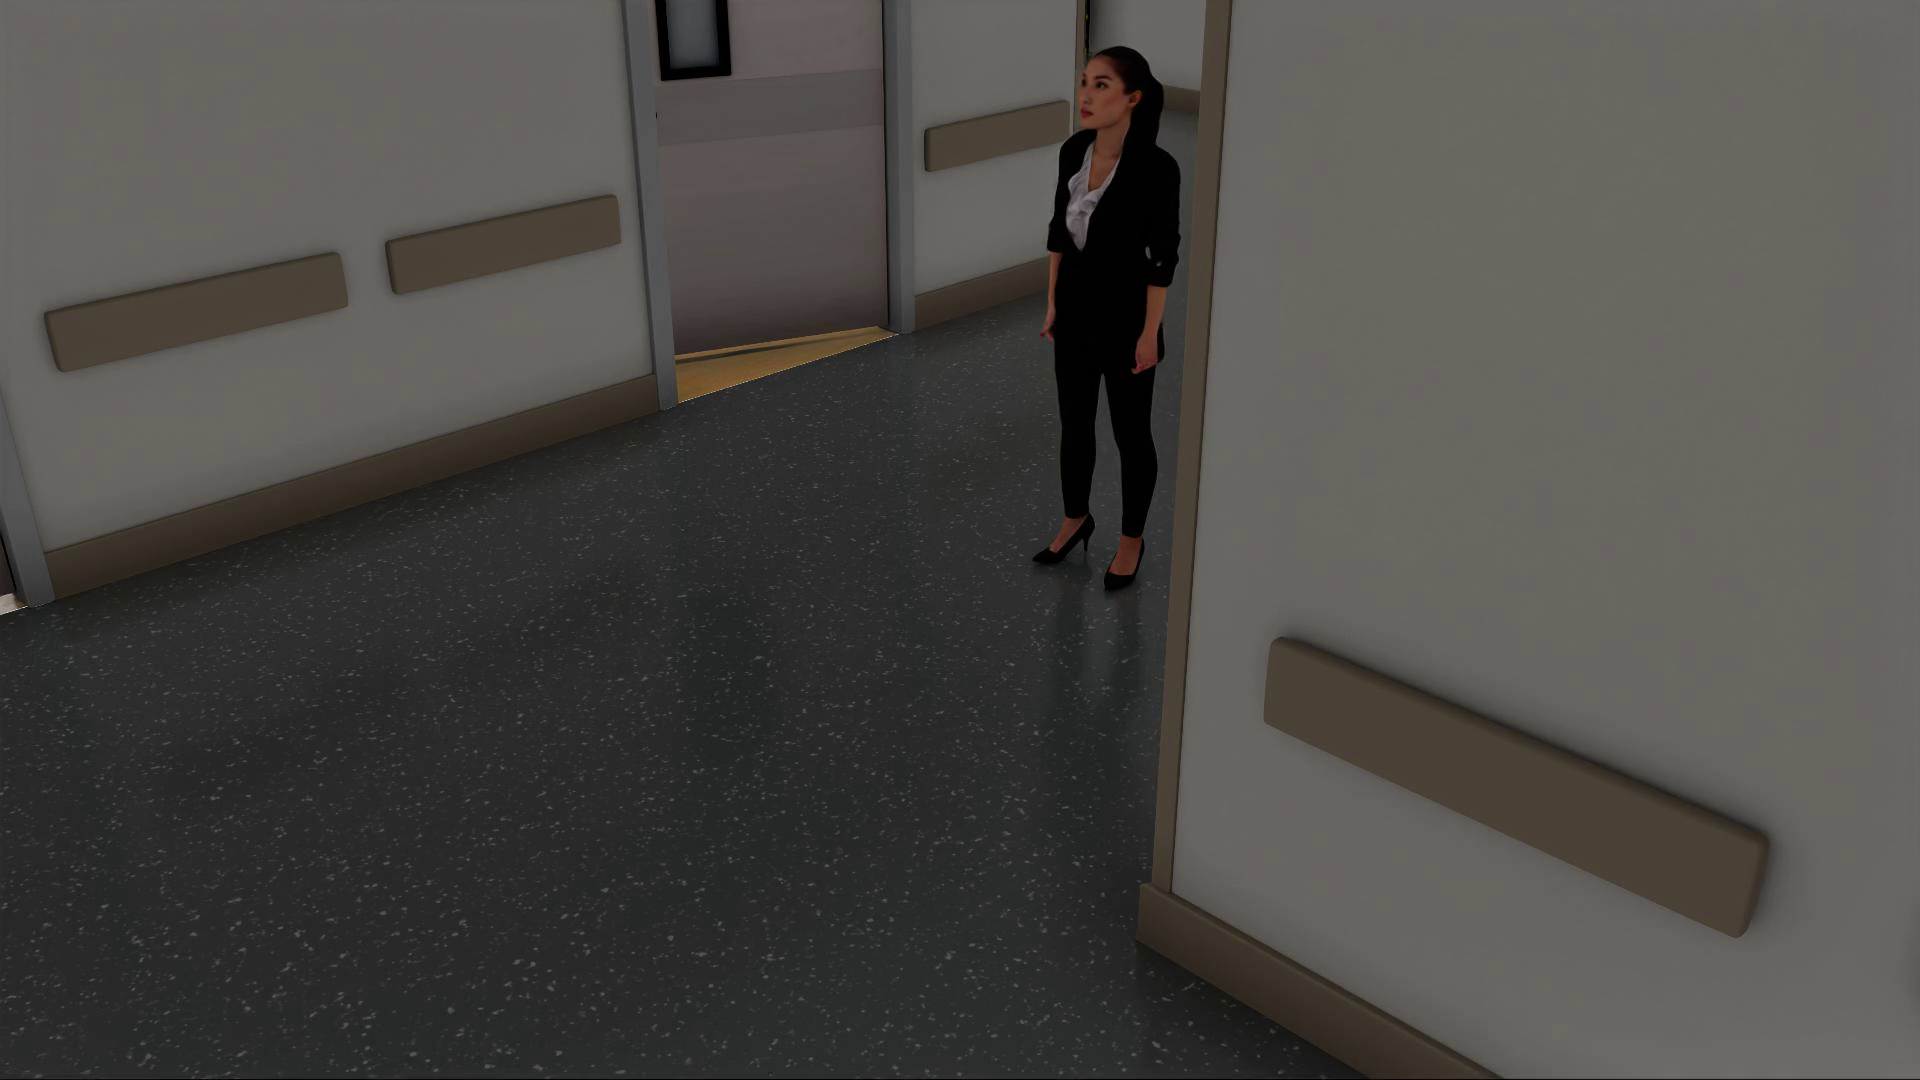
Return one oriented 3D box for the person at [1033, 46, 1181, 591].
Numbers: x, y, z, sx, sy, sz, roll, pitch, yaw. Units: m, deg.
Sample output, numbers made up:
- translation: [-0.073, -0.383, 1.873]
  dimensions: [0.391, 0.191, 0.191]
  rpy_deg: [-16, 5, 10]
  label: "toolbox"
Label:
- translation: [0.457, -0.660, 5.081]
  dimensions: [0.587, 1.661, 0.532]
  rpy_deg: [23, 34, 39]
  label: "person"
